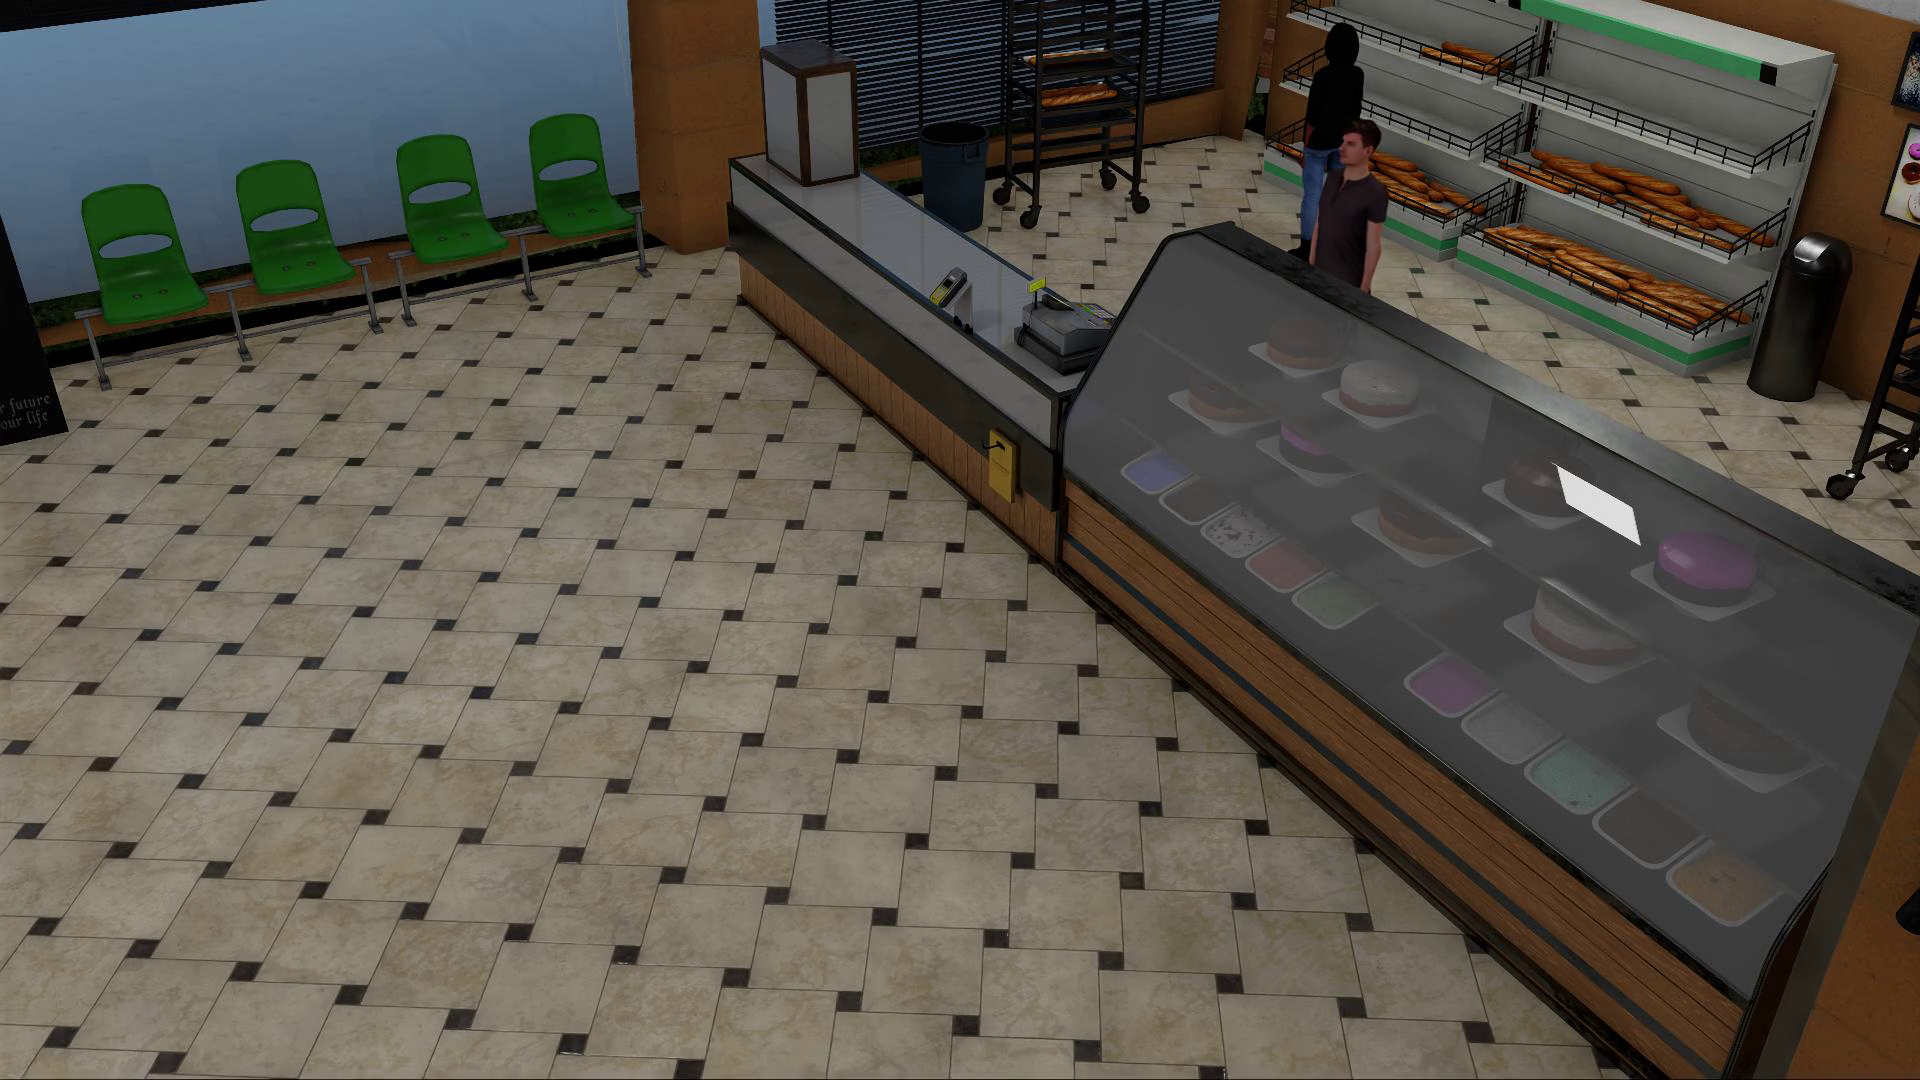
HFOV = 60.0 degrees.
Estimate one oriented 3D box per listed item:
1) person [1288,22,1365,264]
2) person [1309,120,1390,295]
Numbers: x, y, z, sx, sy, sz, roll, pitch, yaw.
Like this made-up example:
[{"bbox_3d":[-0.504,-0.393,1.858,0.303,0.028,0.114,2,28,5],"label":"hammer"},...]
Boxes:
[{"bbox_3d":[2.551,-2.719,11.504,0.542,1.702,0.677,-9,33,-14],"label":"person"},{"bbox_3d":[2.144,-1.454,9.329,0.530,1.853,0.641,-16,35,-24],"label":"person"}]
